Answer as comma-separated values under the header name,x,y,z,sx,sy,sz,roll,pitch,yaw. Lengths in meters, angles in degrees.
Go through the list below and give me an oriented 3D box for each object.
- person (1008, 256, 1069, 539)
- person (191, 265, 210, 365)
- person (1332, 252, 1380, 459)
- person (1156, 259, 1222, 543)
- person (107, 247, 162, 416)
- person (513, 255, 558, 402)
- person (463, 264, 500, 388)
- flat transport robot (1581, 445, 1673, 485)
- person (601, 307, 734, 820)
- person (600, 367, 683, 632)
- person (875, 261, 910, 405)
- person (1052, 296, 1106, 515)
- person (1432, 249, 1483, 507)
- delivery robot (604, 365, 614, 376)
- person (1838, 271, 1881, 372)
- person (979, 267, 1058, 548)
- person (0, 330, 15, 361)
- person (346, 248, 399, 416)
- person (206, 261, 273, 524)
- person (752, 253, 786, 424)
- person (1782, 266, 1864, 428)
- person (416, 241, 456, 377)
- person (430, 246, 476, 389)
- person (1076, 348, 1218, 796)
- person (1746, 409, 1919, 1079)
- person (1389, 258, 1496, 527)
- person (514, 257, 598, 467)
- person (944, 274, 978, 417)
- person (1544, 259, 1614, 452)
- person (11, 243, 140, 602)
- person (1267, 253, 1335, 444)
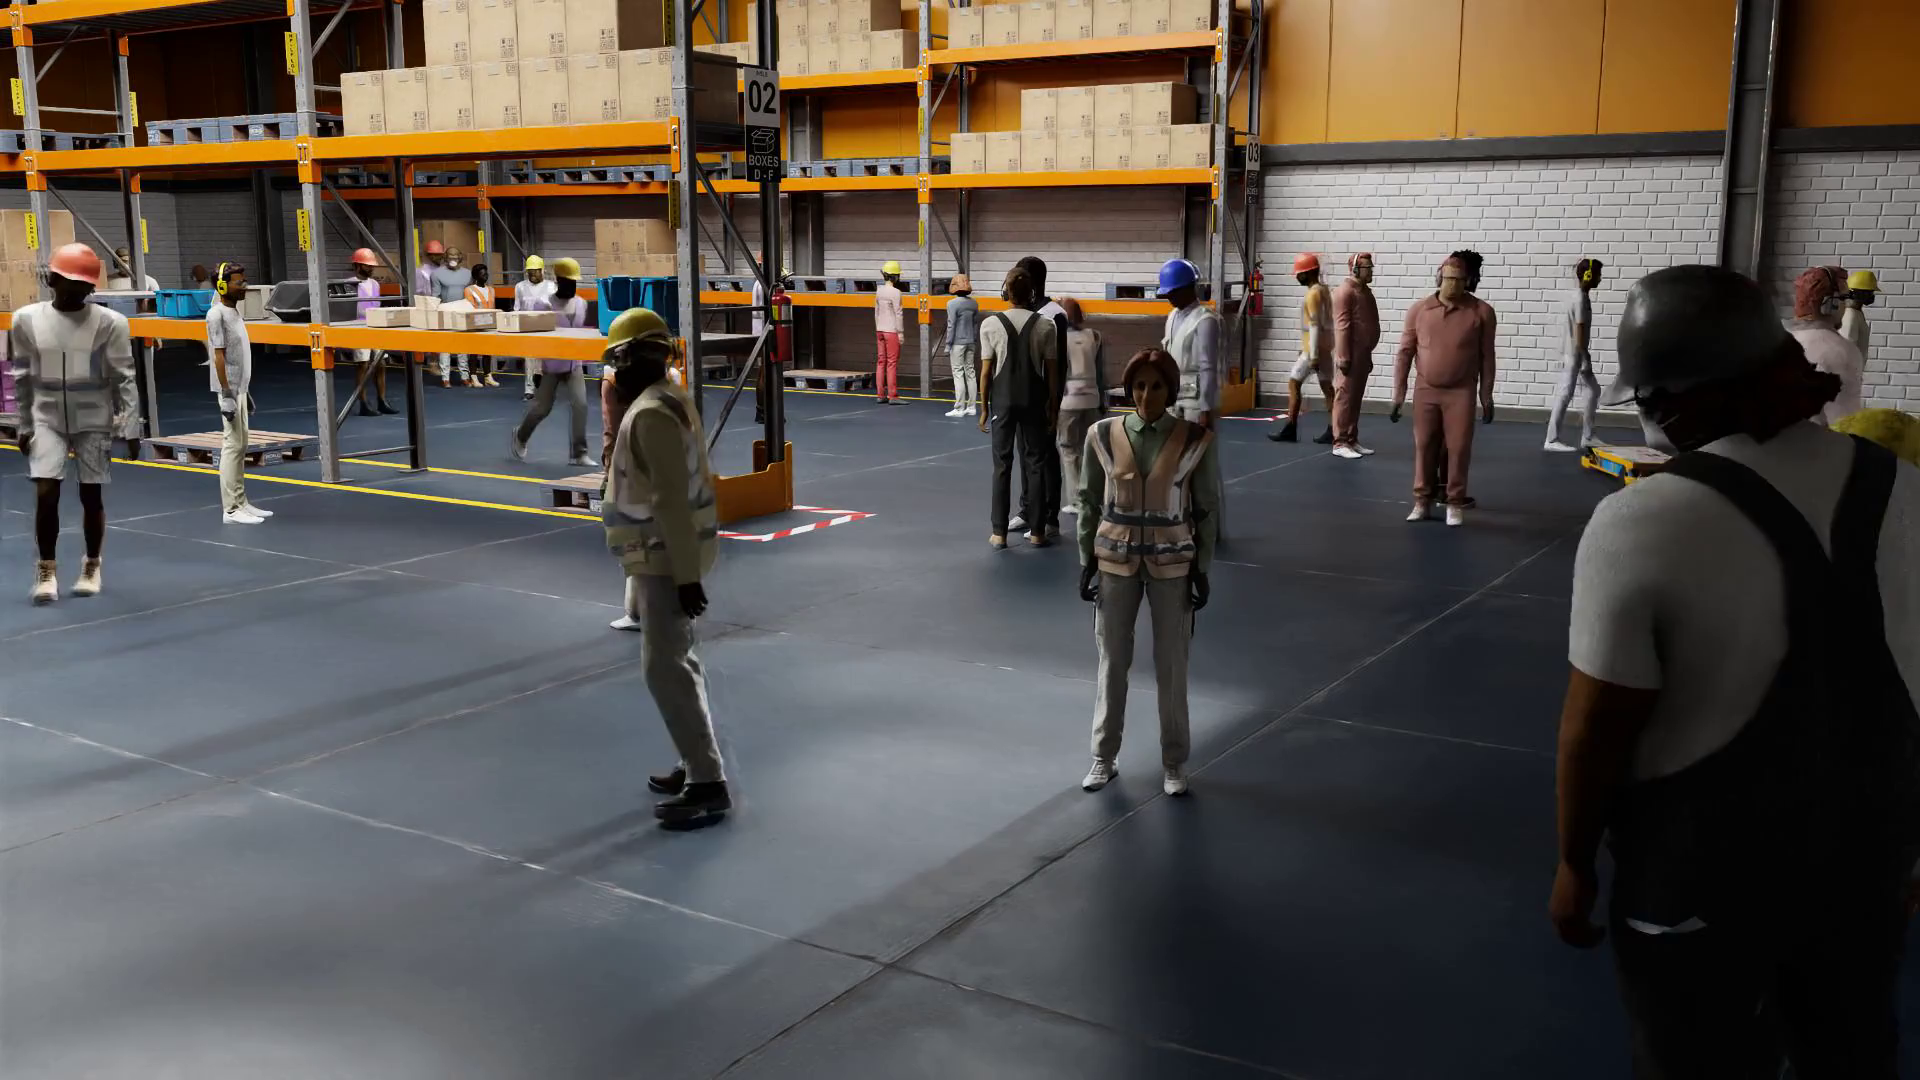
name,x,y,z,sx,sy,sz,roll,pitch,yaw
person,0.523,-0.969,11.358,0.391,1.914,0.587,-6,12,-30
person,-12.257,-3.636,27.006,0.321,1.629,0.541,-3,11,-16
person,3.719,-1.726,15.564,0.406,1.911,0.637,7,12,33
person,1.523,-0.909,11.068,0.509,1.893,0.662,-4,11,-19
person,-9.209,-2.269,18.484,0.635,1.937,0.353,-4,11,-21
person,-5.285,-2.638,20.822,0.600,1.831,0.404,-1,10,-4
person,-6.577,-2.943,22.880,0.320,1.699,0.531,7,12,32
flat transport robot,5.801,-0.630,14.025,0.652,0.197,1.431,1,10,3
person,-1.056,0.071,5.950,0.460,1.787,0.646,-1,10,-5
person,-1.640,-0.341,8.633,0.309,1.640,0.513,8,13,38
person,-0.853,-2.546,20.497,0.324,1.769,0.523,-7,12,-34
person,0.852,-0.970,12.151,0.540,1.617,0.394,-6,12,-30
person,3.763,-1.225,12.667,0.376,1.958,0.599,0,10,-1
delivery robot,-4.243,-2.111,21.185,0.477,0.478,0.707,-8,13,-38
person,7.569,-1.392,14.110,0.323,1.765,0.534,6,12,28
person,0.383,-0.861,10.939,0.514,1.844,0.333,0,10,-1
person,-12.293,-2.815,21.457,0.622,1.988,0.617,-9,14,-41
person,-6.818,-2.381,19.147,0.403,1.931,0.562,5,11,27
person,-5.183,-1.050,11.922,0.324,1.871,0.526,-2,10,-10
person,-2.102,-2.251,18.390,0.373,1.934,0.551,-2,11,-13
person,3.843,-0.283,7.573,0.400,1.907,0.645,-3,11,-16
person,-7.603,-3.366,24.381,0.983,2.000,0.639,10,14,43
person,-6.922,-3.045,22.809,0.628,1.933,0.378,-6,12,-32
person,0.679,0.118,6.096,0.512,1.638,0.307,2,10,13
person,1.664,0.628,3.037,0.514,1.717,0.736,-9,13,-40
person,3.404,-1.042,11.821,0.713,1.894,0.516,5,11,27
person,-3.674,-1.603,14.989,0.907,1.883,0.598,9,13,40
person,0.015,-2.233,19.131,0.264,1.632,0.508,9,14,41
person,5.974,-1.740,15.812,0.756,1.836,0.576,4,11,20
person,-4.935,-0.645,9.307,0.655,2.000,0.612,-3,11,-15
person,3.436,-1.894,16.542,0.859,1.883,0.577,7,12,33
